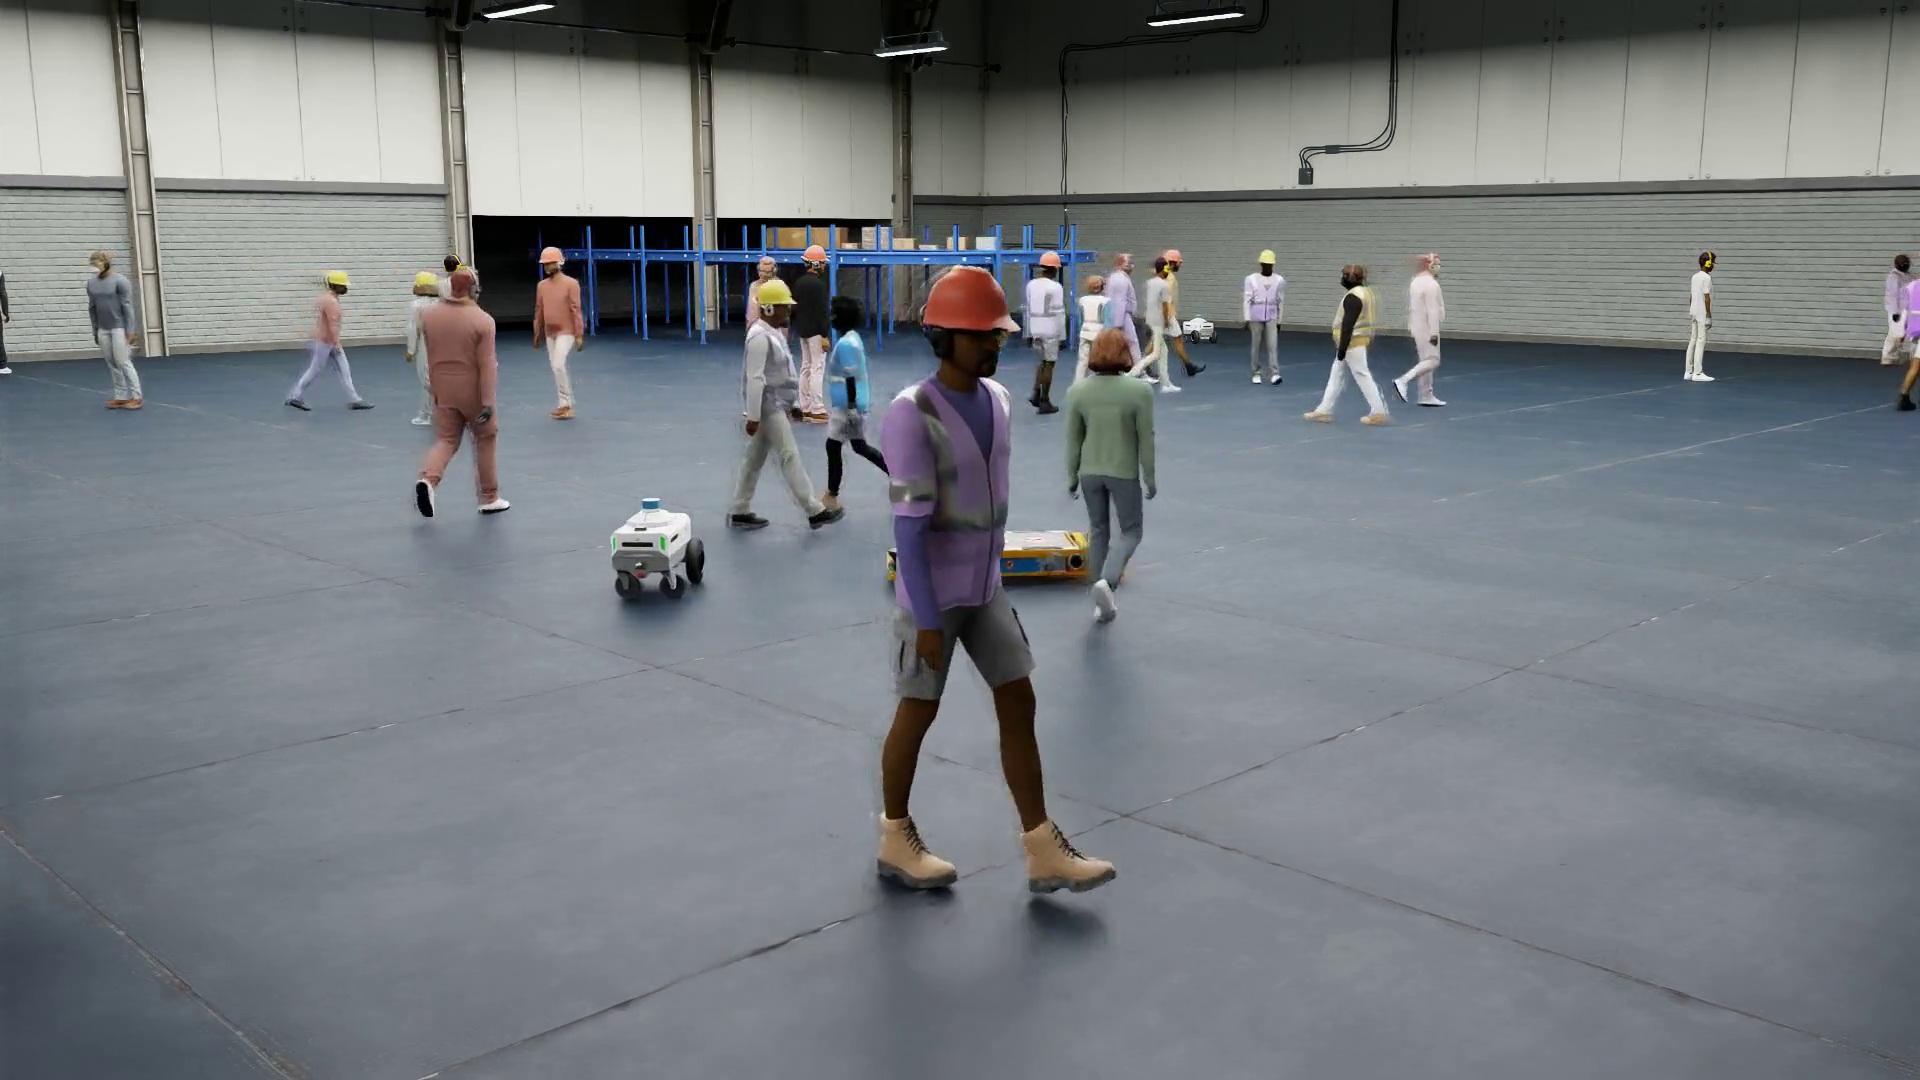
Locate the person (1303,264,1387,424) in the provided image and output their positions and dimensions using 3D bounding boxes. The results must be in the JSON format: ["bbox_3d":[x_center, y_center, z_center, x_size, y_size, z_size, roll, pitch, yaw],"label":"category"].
[{"bbox_3d":[4.417,-2.211,18.770,0.945,1.797,0.639,4,11,19],"label":"person"}]

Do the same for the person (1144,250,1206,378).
[{"bbox_3d":[3.139,-3.349,24.707,1.036,1.879,0.561,-1,10,-8],"label":"person"}]

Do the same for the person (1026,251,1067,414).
[{"bbox_3d":[1.054,-2.485,19.906,0.409,1.918,0.565,-9,14,-42],"label":"person"}]

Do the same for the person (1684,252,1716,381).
[{"bbox_3d":[10.855,-3.265,24.318,0.329,1.864,0.508,-1,10,-3],"label":"person"}]

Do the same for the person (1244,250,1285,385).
[{"bbox_3d":[4.328,-3.134,23.544,0.599,1.890,0.847,0,10,-1],"label":"person"}]

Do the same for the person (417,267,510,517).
[{"bbox_3d":[-3.758,-1.104,12.495,0.644,1.878,0.805,3,11,16],"label":"person"}]

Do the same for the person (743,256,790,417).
[{"bbox_3d":[-2.226,-2.387,19.506,0.661,1.870,0.694,-10,14,-43],"label":"person"}]

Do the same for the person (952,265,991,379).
[{"bbox_3d":[0.049,-2.822,22.305,0.898,1.719,0.520,-4,11,-21],"label":"person"}]

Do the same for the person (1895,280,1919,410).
[{"bbox_3d":[11.847,-2.540,20.291,0.985,1.884,0.566,-5,11,-24],"label":"person"}]

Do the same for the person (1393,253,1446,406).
[{"bbox_3d":[5.728,-2.591,20.553,0.619,1.892,0.659,0,10,0],"label":"person"}]

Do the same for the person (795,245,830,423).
[{"bbox_3d":[-1.651,-2.340,18.912,0.383,1.993,0.622,-6,12,-31],"label":"person"}]

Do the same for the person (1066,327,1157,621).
[{"bbox_3d":[0.798,-0.340,9.016,0.517,1.618,0.501,5,11,25],"label":"person"}]

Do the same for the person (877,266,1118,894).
[{"bbox_3d":[0.088,0.167,5.211,0.946,2.003,0.631,8,13,38],"label":"person"}]

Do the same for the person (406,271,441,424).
[{"bbox_3d":[-5.856,-2.126,18.495,0.767,1.718,0.488,5,11,24],"label":"person"}]

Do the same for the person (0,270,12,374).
[{"bbox_3d":[-14.904,-3.494,25.476,0.596,1.896,0.384,-4,11,-20],"label":"person"}]

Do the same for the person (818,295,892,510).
[{"bbox_3d":[-0.769,-1.046,12.760,0.773,1.669,0.538,0,10,3],"label":"person"}]

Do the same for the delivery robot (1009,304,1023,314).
[{"bbox_3d":[1.414,-5.307,38.173,0.698,0.223,0.335,-9,14,-41],"label":"delivery robot"}]

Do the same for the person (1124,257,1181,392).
[{"bbox_3d":[2.607,-2.902,22.465,0.820,1.835,0.539,-4,11,-19],"label":"person"}]

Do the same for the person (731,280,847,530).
[{"bbox_3d":[-1.257,-0.962,11.954,0.914,1.787,0.598,0,10,-1],"label":"person"}]

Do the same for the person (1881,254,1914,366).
[{"bbox_3d":[15.346,-3.747,27.153,0.701,1.807,0.431,-10,14,-43],"label":"person"}]

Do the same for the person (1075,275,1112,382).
[{"bbox_3d":[1.717,-2.549,21.130,0.533,1.596,0.867,8,13,36],"label":"person"}]

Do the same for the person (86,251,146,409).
[{"bbox_3d":[-10.350,-2.551,20.314,0.643,1.916,0.443,3,11,18],"label":"person"}]

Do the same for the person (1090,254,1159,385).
[{"bbox_3d":[2.291,-3.112,23.521,0.977,1.860,0.639,-2,11,-9],"label":"person"}]

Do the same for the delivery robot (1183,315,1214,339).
[{"bbox_3d":[4.713,-4.208,32.890,0.477,0.478,0.707,-4,11,-21],"label":"delivery robot"}]

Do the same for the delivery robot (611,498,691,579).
[{"bbox_3d":[-1.849,-0.007,9.981,0.477,0.478,0.707,1,10,3],"label":"delivery robot"}]

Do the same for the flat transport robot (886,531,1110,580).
[{"bbox_3d":[0.260,0.095,10.456,1.431,0.197,0.652,-1,10,-4],"label":"flat transport robot"}]

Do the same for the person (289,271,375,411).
[{"bbox_3d":[-7.684,-2.407,20.115,0.969,1.689,0.528,-2,11,-10],"label":"person"}]

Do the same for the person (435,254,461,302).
[{"bbox_3d":[-6.392,-2.678,21.094,0.518,1.873,0.328,2,11,11],"label":"person"}]

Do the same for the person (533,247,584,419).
[{"bbox_3d":[-4.674,-2.370,19.132,0.649,1.970,0.622,6,12,31],"label":"person"}]
